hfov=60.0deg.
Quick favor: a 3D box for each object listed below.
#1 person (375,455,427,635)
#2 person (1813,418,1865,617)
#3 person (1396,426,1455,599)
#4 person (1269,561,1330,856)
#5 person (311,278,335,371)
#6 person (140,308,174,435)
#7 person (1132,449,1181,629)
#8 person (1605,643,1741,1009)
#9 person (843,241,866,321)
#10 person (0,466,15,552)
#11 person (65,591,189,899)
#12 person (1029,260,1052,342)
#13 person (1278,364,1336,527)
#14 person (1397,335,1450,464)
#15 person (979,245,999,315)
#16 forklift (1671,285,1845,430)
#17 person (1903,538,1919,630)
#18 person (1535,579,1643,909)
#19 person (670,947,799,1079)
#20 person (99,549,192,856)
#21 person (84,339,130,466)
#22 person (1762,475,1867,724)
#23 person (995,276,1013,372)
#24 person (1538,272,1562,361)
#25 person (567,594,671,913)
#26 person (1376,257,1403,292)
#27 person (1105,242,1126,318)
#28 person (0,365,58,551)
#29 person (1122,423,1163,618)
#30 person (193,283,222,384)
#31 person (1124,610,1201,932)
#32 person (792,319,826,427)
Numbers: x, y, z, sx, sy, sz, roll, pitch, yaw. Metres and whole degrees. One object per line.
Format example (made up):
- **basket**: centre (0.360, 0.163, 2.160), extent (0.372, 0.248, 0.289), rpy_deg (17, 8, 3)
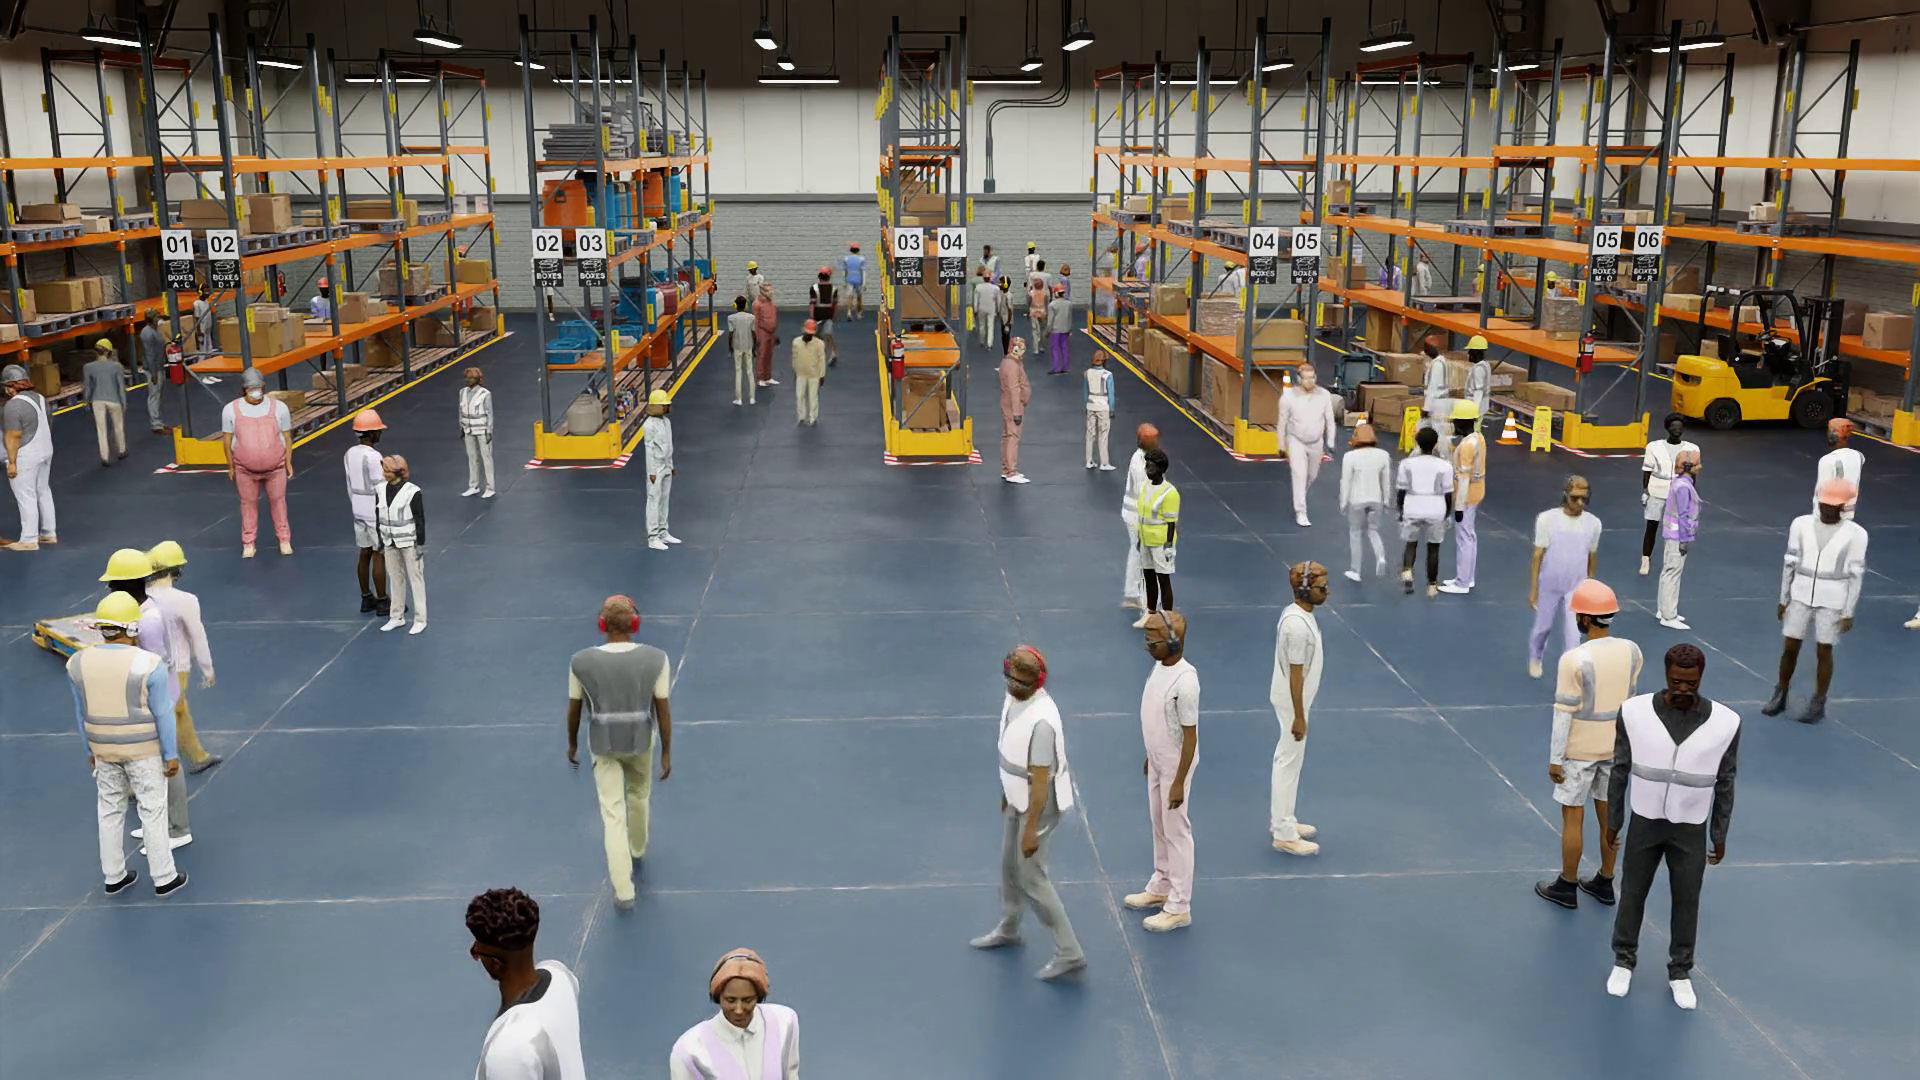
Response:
- **person**: centre (-5.033, 0.036, 14.979), extent (0.512, 1.638, 0.312), rpy_deg (5, 14, 22)
- **person**: centre (8.101, -0.198, 15.443), extent (0.584, 1.882, 0.337), rpy_deg (-8, 15, -30)
- **person**: centre (4.483, -0.249, 16.090), extent (0.552, 1.682, 0.458), rpy_deg (6, 15, 24)
- **person**: centre (2.105, 1.026, 10.340), extent (0.351, 1.846, 0.506), rpy_deg (3, 14, 11)
- **person**: centre (-11.835, -3.929, 31.122), extent (0.547, 1.942, 0.344), rpy_deg (-4, 14, -16)
- **person**: centre (-12.268, -2.571, 25.377), extent (0.375, 1.939, 0.628), rpy_deg (-4, 14, -16)
- **person**: centre (1.765, 0.017, 14.953), extent (0.319, 1.693, 0.532), rpy_deg (-7, 15, -28)
- **person**: centre (3.611, 1.430, 8.493), extent (0.592, 1.910, 0.378), rpy_deg (5, 14, 20)
- **person**: centre (-2.672, -6.556, 42.120), extent (0.616, 2.001, 0.994), rpy_deg (2, 13, 7)
- **person**: centre (-10.576, -0.853, 17.975), extent (0.385, 1.993, 0.624), rpy_deg (-1, 13, -3)
- **person**: centre (-4.833, 1.195, 9.686), extent (0.589, 1.824, 0.404), rpy_deg (1, 13, 5)
- **person**: centre (1.807, -5.432, 37.722), extent (0.555, 1.830, 0.913), rpy_deg (-1, 13, -5)
- **person**: centre (4.029, -1.153, 19.517), extent (0.630, 1.877, 0.897), rpy_deg (-2, 13, -10)
- **person**: centre (6.292, -1.843, 22.468), extent (0.850, 1.852, 0.597), rpy_deg (3, 14, 14)
- **person**: centre (0.744, -6.682, 42.978), extent (0.604, 1.848, 0.875), rpy_deg (11, 17, 39)
- **forklift**: centre (12.503, -2.886, 26.166), extent (2.313, 2.155, 1.214), rpy_deg (-1, 13, -3)
- **person**: centre (8.853, -0.049, 14.895), extent (0.346, 1.847, 0.507), rpy_deg (-6, 15, -25)
- **person**: centre (3.598, 1.172, 9.552), extent (0.544, 1.931, 0.389), rpy_deg (-5, 14, -19)
- **person**: centre (-0.772, 2.193, 5.843), extent (0.515, 1.636, 0.315), rpy_deg (-10, 17, -37)
- **person**: centre (-5.034, 0.992, 10.307), extent (0.369, 1.928, 0.585), rpy_deg (-8, 16, -31)
- **person**: centre (-11.844, -1.926, 23.099), extent (0.554, 1.708, 0.886), rpy_deg (-4, 14, -16)
- **person**: centre (6.496, 0.447, 12.607), extent (0.558, 1.932, 0.380), rpy_deg (12, 18, 42)
- **person**: centre (0.875, -4.202, 32.435), extent (0.317, 1.870, 0.531), rpy_deg (-2, 13, -9)
- **person**: centre (12.077, -4.593, 34.168), extent (0.592, 1.832, 0.404), rpy_deg (-3, 14, -12)
- **person**: centre (-1.985, 1.195, 9.727), extent (0.595, 1.792, 0.964), rpy_deg (-4, 14, -15)
- **person**: centre (10.071, -5.752, 39.090), extent (0.632, 1.836, 0.429), rpy_deg (10, 17, 37)
- **person**: centre (3.938, -6.517, 41.874), extent (0.573, 2.000, 0.706), rpy_deg (6, 15, 24)
- **person**: centre (-10.223, -0.922, 18.172), extent (0.535, 2.000, 0.683), rpy_deg (0, 13, 1)
- **person**: centre (1.745, -0.201, 15.512), extent (0.470, 1.855, 0.615), rpy_deg (1, 13, 5)
- **person**: centre (-14.016, -3.830, 30.892), extent (0.327, 1.861, 0.510), rpy_deg (0, 13, 0)
- **person**: centre (1.154, 1.274, 9.300), extent (0.344, 1.841, 0.504), rpy_deg (-3, 14, -13)
- **person**: centre (-2.360, -2.609, 26.014), extent (0.581, 1.709, 0.564), rpy_deg (3, 14, 11)
